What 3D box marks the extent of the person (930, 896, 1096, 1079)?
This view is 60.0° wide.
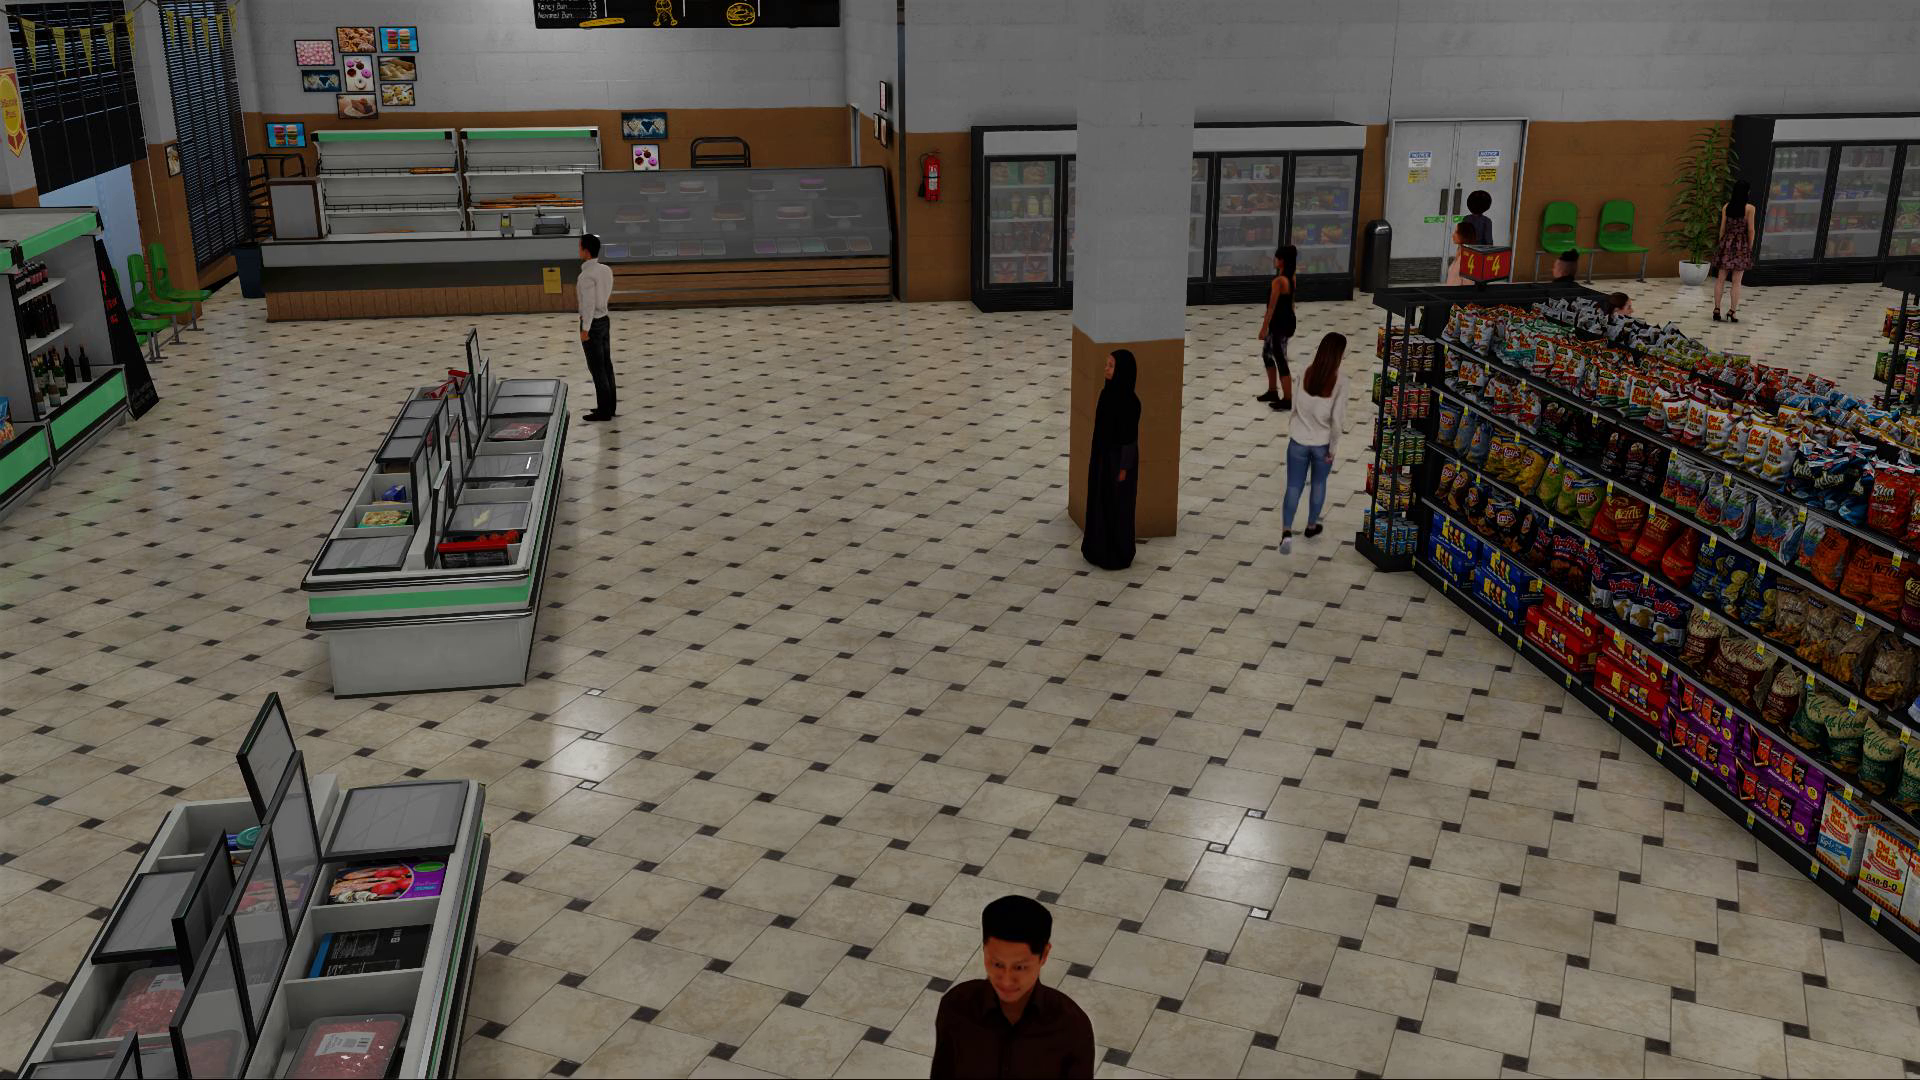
[{"bbox_3d":[0.143,1.803,4.756,0.711,1.780,0.667,4,19,12],"label":"person"}]

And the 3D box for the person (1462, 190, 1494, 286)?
[{"bbox_3d":[6.271,-3.397,20.284,0.629,1.710,0.720,18,25,42],"label":"person"}]

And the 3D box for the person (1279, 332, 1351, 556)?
[{"bbox_3d":[2.586,-0.675,12.306,1.044,1.651,1.204,7,20,20],"label":"person"}]

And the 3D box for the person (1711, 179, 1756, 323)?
[{"bbox_3d":[9.714,-3.627,20.867,0.860,1.775,0.784,-17,25,-42],"label":"person"}]

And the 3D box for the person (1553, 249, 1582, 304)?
[{"bbox_3d":[5.420,-1.704,15.022,0.921,1.866,0.802,5,19,16],"label":"person"}]

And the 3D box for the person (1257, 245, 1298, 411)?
[{"bbox_3d":[3.269,-2.098,16.532,0.796,1.648,0.734,9,20,24],"label":"person"}]

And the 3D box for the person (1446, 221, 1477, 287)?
[{"bbox_3d":[5.157,-2.392,17.178,0.682,1.792,0.514,0,19,0],"label":"person"}]

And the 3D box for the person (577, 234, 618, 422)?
[{"bbox_3d":[-3.538,-2.071,16.194,0.785,1.811,0.621,3,19,9],"label":"person"}]

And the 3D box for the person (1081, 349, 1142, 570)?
[{"bbox_3d":[1.134,-0.600,12.140,0.703,1.614,0.587,-7,20,-21],"label":"person"}]
